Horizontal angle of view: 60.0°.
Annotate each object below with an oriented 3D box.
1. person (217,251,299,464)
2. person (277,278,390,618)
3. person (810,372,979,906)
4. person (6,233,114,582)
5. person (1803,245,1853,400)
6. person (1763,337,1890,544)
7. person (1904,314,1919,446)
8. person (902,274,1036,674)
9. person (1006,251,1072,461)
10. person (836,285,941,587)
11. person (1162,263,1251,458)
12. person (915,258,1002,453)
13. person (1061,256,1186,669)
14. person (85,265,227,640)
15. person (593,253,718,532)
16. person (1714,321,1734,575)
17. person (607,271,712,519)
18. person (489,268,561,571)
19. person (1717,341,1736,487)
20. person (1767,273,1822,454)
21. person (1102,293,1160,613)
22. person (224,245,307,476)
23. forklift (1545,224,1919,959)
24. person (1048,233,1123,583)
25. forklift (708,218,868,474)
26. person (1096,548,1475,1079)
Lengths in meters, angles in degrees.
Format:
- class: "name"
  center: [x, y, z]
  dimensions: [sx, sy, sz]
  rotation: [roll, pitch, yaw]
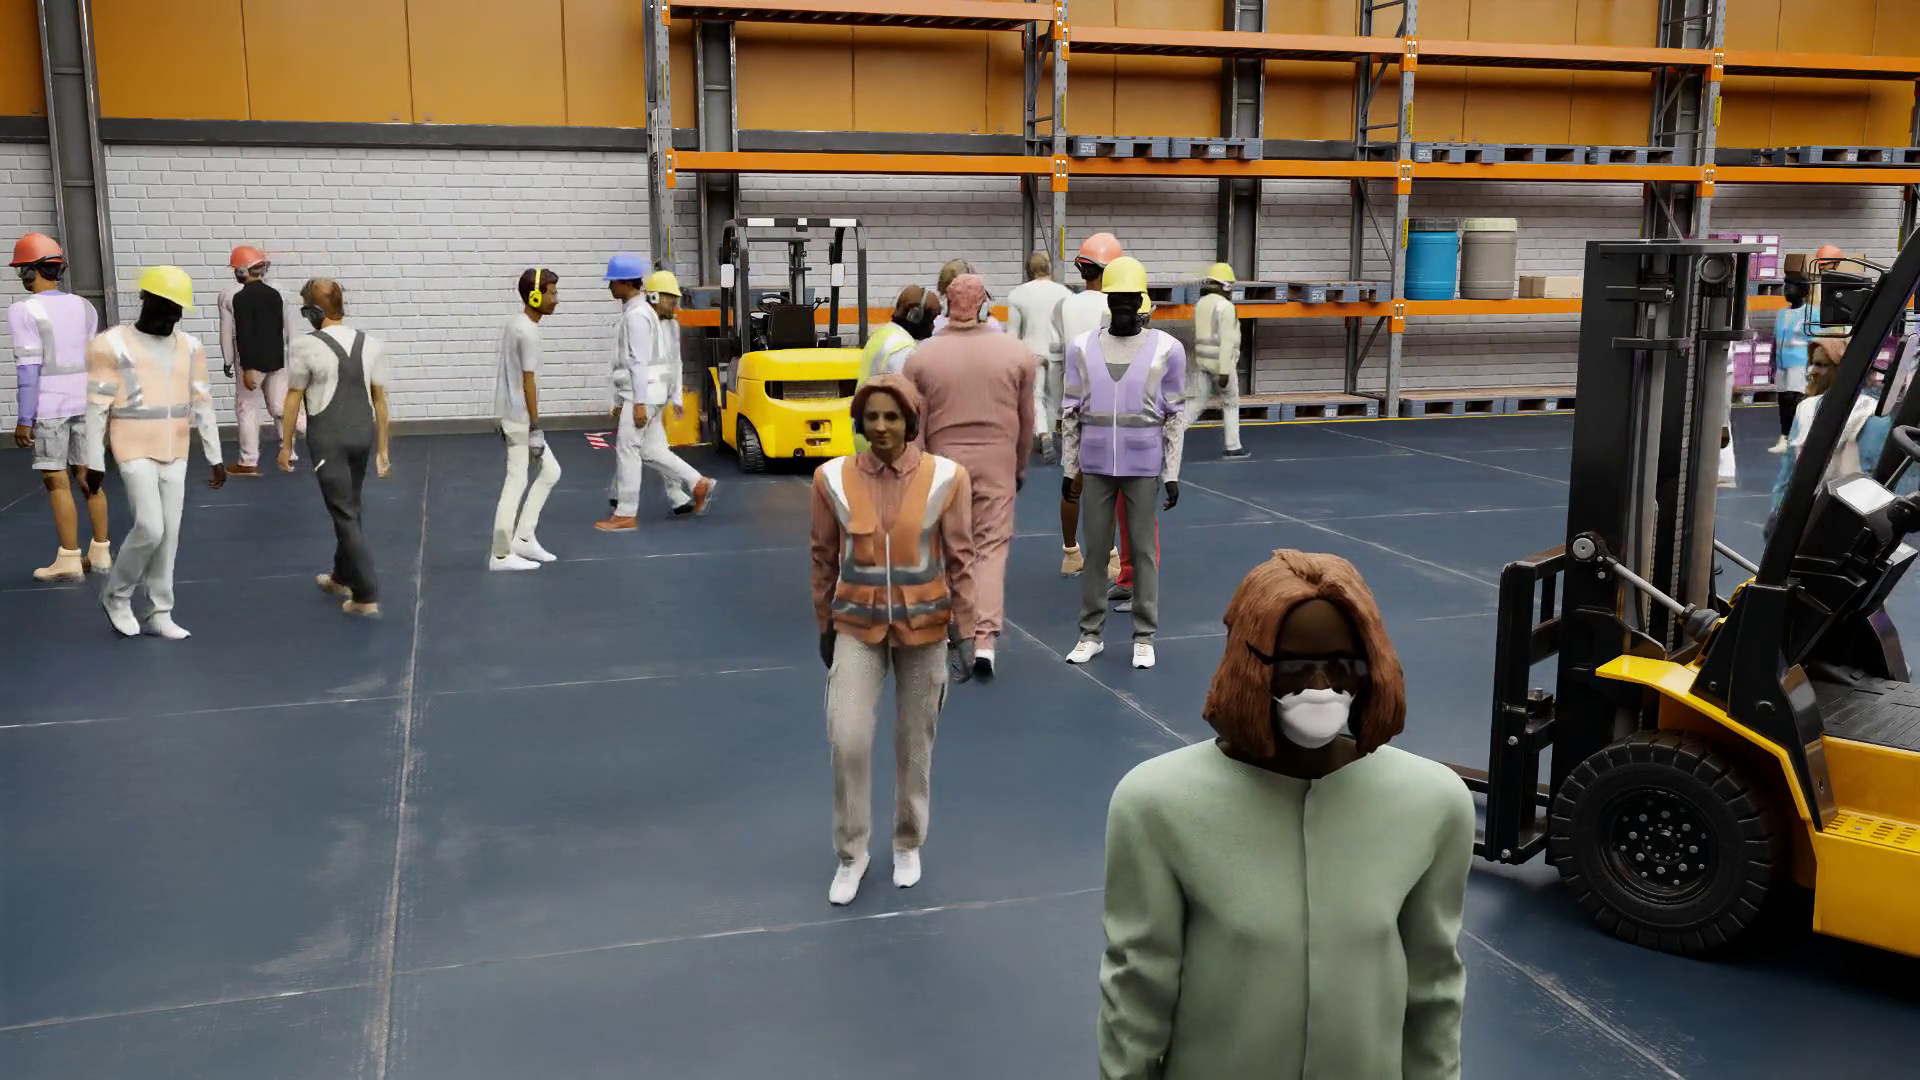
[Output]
- class: "person"
  center: [-6.247, -1.627, 14.862]
  dimensions: [0.651, 1.906, 0.403]
  rotation: [-4, 11, -22]
- class: "person"
  center: [-3.412, -0.499, 8.983]
  dimensions: [0.868, 1.801, 0.496]
  rotation: [8, 13, 36]
- class: "person"
  center: [-0.202, 0.308, 5.051]
  dimensions: [0.524, 1.620, 0.552]
  rotation: [0, 10, 2]
- class: "person"
  center: [-5.334, -0.770, 9.787]
  dimensions: [0.393, 2.041, 0.614]
  rotation: [2, 11, 13]
- class: "person"
  center: [8.939, -2.076, 17.239]
  dimensions: [0.373, 1.934, 0.551]
  rotation: [-7, 12, -33]
- class: "person"
  center: [3.597, -0.053, 7.040]
  dimensions: [0.755, 1.608, 0.539]
  rotation: [-1, 10, -7]
- class: "person"
  center: [7.093, -1.070, 11.829]
  dimensions: [0.744, 1.906, 0.563]
  rotation: [-7, 13, -35]
- class: "person"
  center: [0.044, -0.314, 7.856]
  dimensions: [0.634, 1.867, 0.974]
  rotation: [0, 10, 1]
- class: "person"
  center: [0.748, -1.649, 15.042]
  dimensions: [0.633, 1.906, 0.890]
  rotation: [-2, 11, -11]
- class: "person"
  center: [-0.295, -0.482, 8.973]
  dimensions: [1.026, 1.751, 0.700]
  rotation: [-3, 11, -14]
- class: "person"
  center: [2.258, -1.611, 15.094]
  dimensions: [0.849, 1.801, 0.591]
  rotation: [-5, 12, -26]
- class: "person"
  center: [-0.065, -0.669, 9.633]
  dimensions: [0.648, 1.908, 0.805]
  rotation: [0, 10, 2]
- class: "person"
  center: [0.757, -0.356, 7.836]
  dimensions: [0.591, 1.926, 0.357]
  rotation: [3, 11, 18]
- class: "person"
  center: [-4.032, -0.428, 8.361]
  dimensions: [0.448, 1.885, 0.634]
  rotation: [5, 12, 27]
- class: "person"
  center: [-2.125, -1.011, 11.465]
  dimensions: [0.789, 1.919, 0.612]
  rotation: [-2, 11, -10]
- class: "person"
  center: [4.370, -0.752, 9.975]
  dimensions: [0.362, 1.939, 0.542]
  rotation: [-7, 13, -36]
- class: "person"
  center: [-2.230, -1.035, 11.969]
  dimensions: [0.877, 1.781, 0.606]
  rotation: [4, 11, 20]
- class: "person"
  center: [-2.645, -0.720, 10.083]
  dimensions: [0.551, 1.833, 0.533]
  rotation: [-3, 11, -17]
- class: "person"
  center: [5.964, -1.342, 13.438]
  dimensions: [0.765, 1.847, 0.582]
  rotation: [3, 11, 18]
- class: "person"
  center: [7.709, -1.617, 15.407]
  dimensions: [0.362, 1.683, 0.548]
  rotation: [-3, 11, -14]
- class: "person"
  center: [0.918, -0.494, 9.034]
  dimensions: [0.312, 1.768, 0.530]
  rotation: [-3, 11, -17]
- class: "person"
  center: [-5.820, -1.503, 14.053]
  dimensions: [0.876, 1.961, 0.621]
  rotation: [2, 11, 10]
- class: "forklift"
  center: [2.909, 0.117, 4.508]
  dimensions: [2.313, 2.155, 1.214]
  rotation: [9, 14, 40]
- class: "person"
  center: [0.808, -0.768, 9.778]
  dimensions: [0.612, 2.043, 0.374]
  rotation: [9, 13, 39]
- class: "forklift"
  center: [-1.522, -1.778, 14.899]
  dimensions: [1.214, 2.155, 2.313]
  rotation: [-3, 11, -17]
- class: "person"
  center: [0.428, 0.816, 2.221]
  dimensions: [0.500, 1.632, 0.284]
  rotation: [-1, 10, -7]
